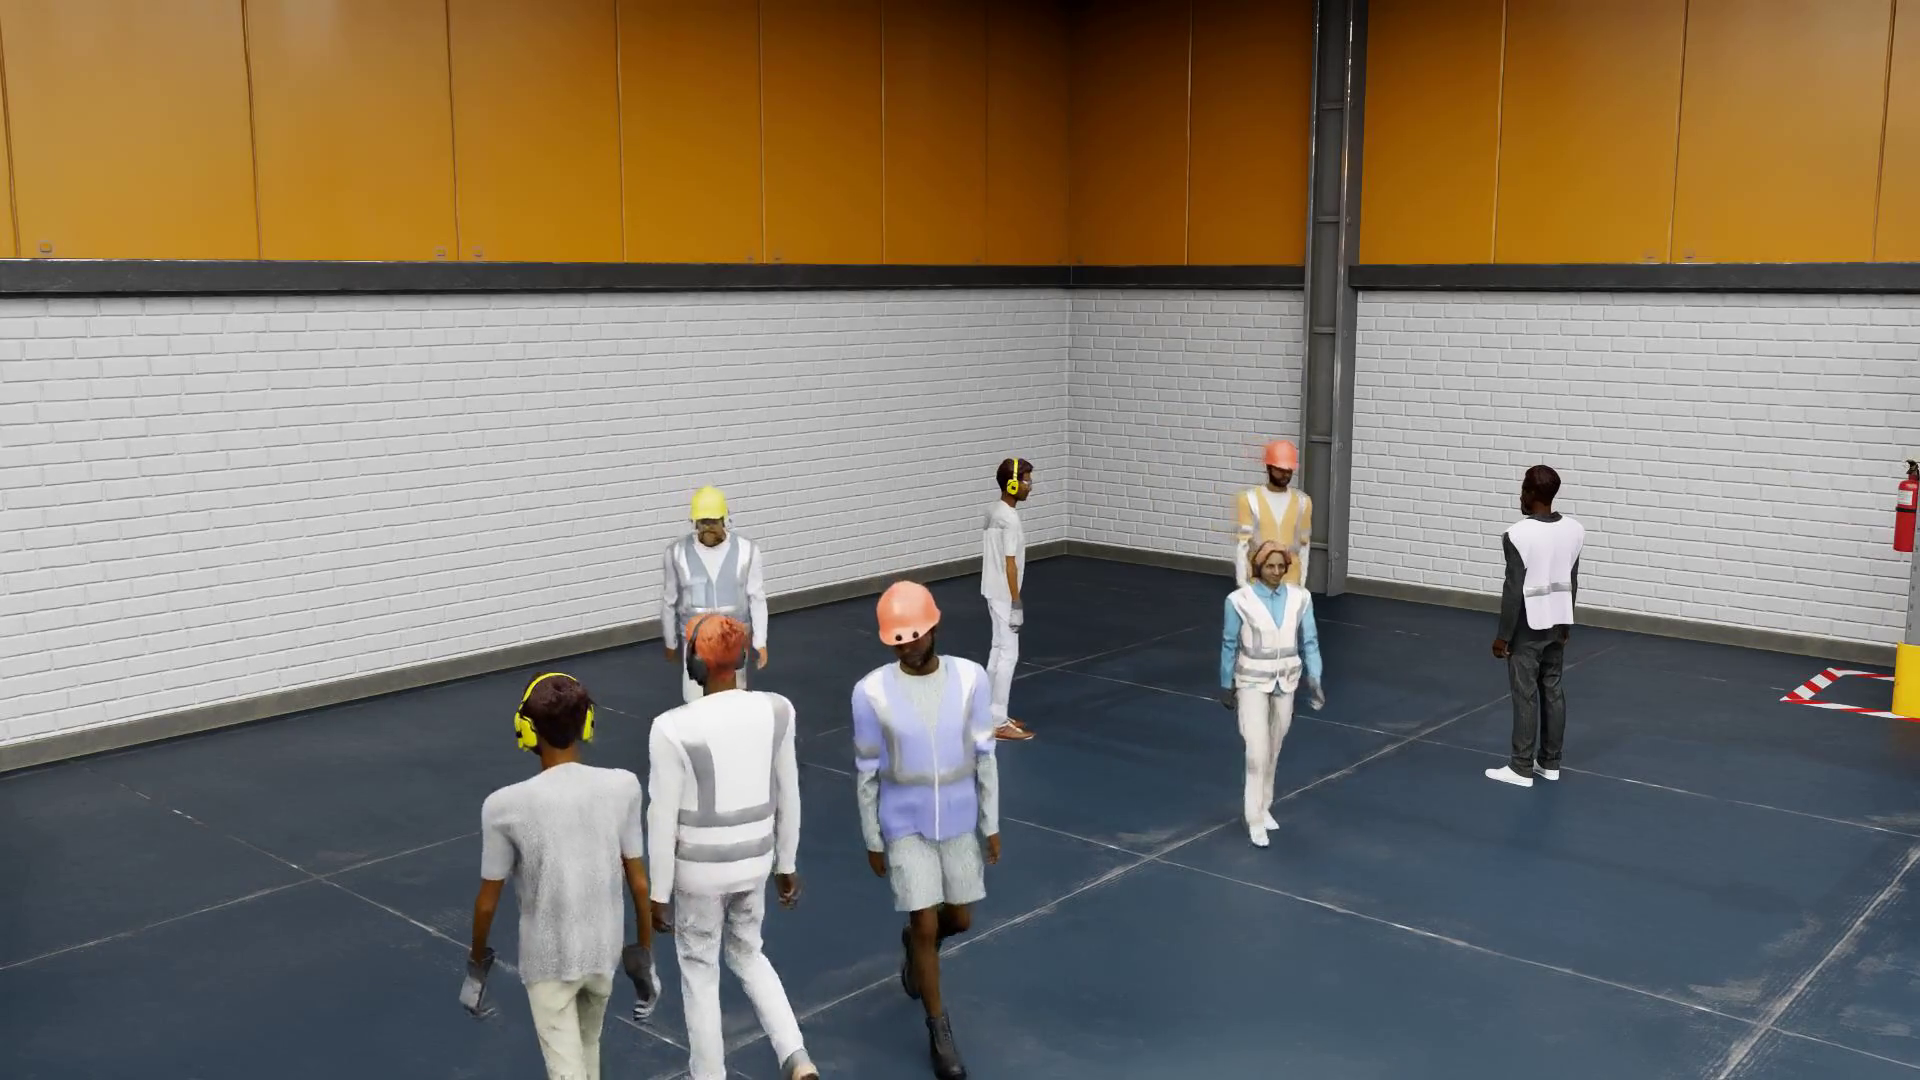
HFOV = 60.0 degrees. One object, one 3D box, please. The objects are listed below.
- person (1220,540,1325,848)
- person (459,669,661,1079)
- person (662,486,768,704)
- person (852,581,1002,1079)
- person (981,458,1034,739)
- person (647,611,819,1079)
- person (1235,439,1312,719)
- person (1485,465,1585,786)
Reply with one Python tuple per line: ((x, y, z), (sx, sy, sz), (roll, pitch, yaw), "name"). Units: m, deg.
((1.696, 0.817, 8.912), (0.528, 1.617, 0.666), (-3, 9, -16), "person")
((-1.279, 1.301, 5.180), (0.532, 1.830, 0.891), (-7, 11, -37), "person")
((-1.444, 0.575, 9.815), (0.612, 1.811, 0.436), (-2, 9, -10), "person")
((-0.142, 1.064, 6.459), (0.575, 1.908, 0.725), (-2, 9, -14), "person")
((0.316, 0.387, 10.882), (0.345, 1.855, 0.531), (-2, 9, -13), "person")
((-0.797, 1.182, 5.861), (0.583, 1.869, 0.561), (-8, 12, -41), "person")
((2.168, 0.238, 11.610), (0.552, 1.917, 0.808), (0, 9, -1), "person")
((3.432, 0.509, 9.897), (0.591, 1.922, 0.392), (-5, 10, -29), "person")
